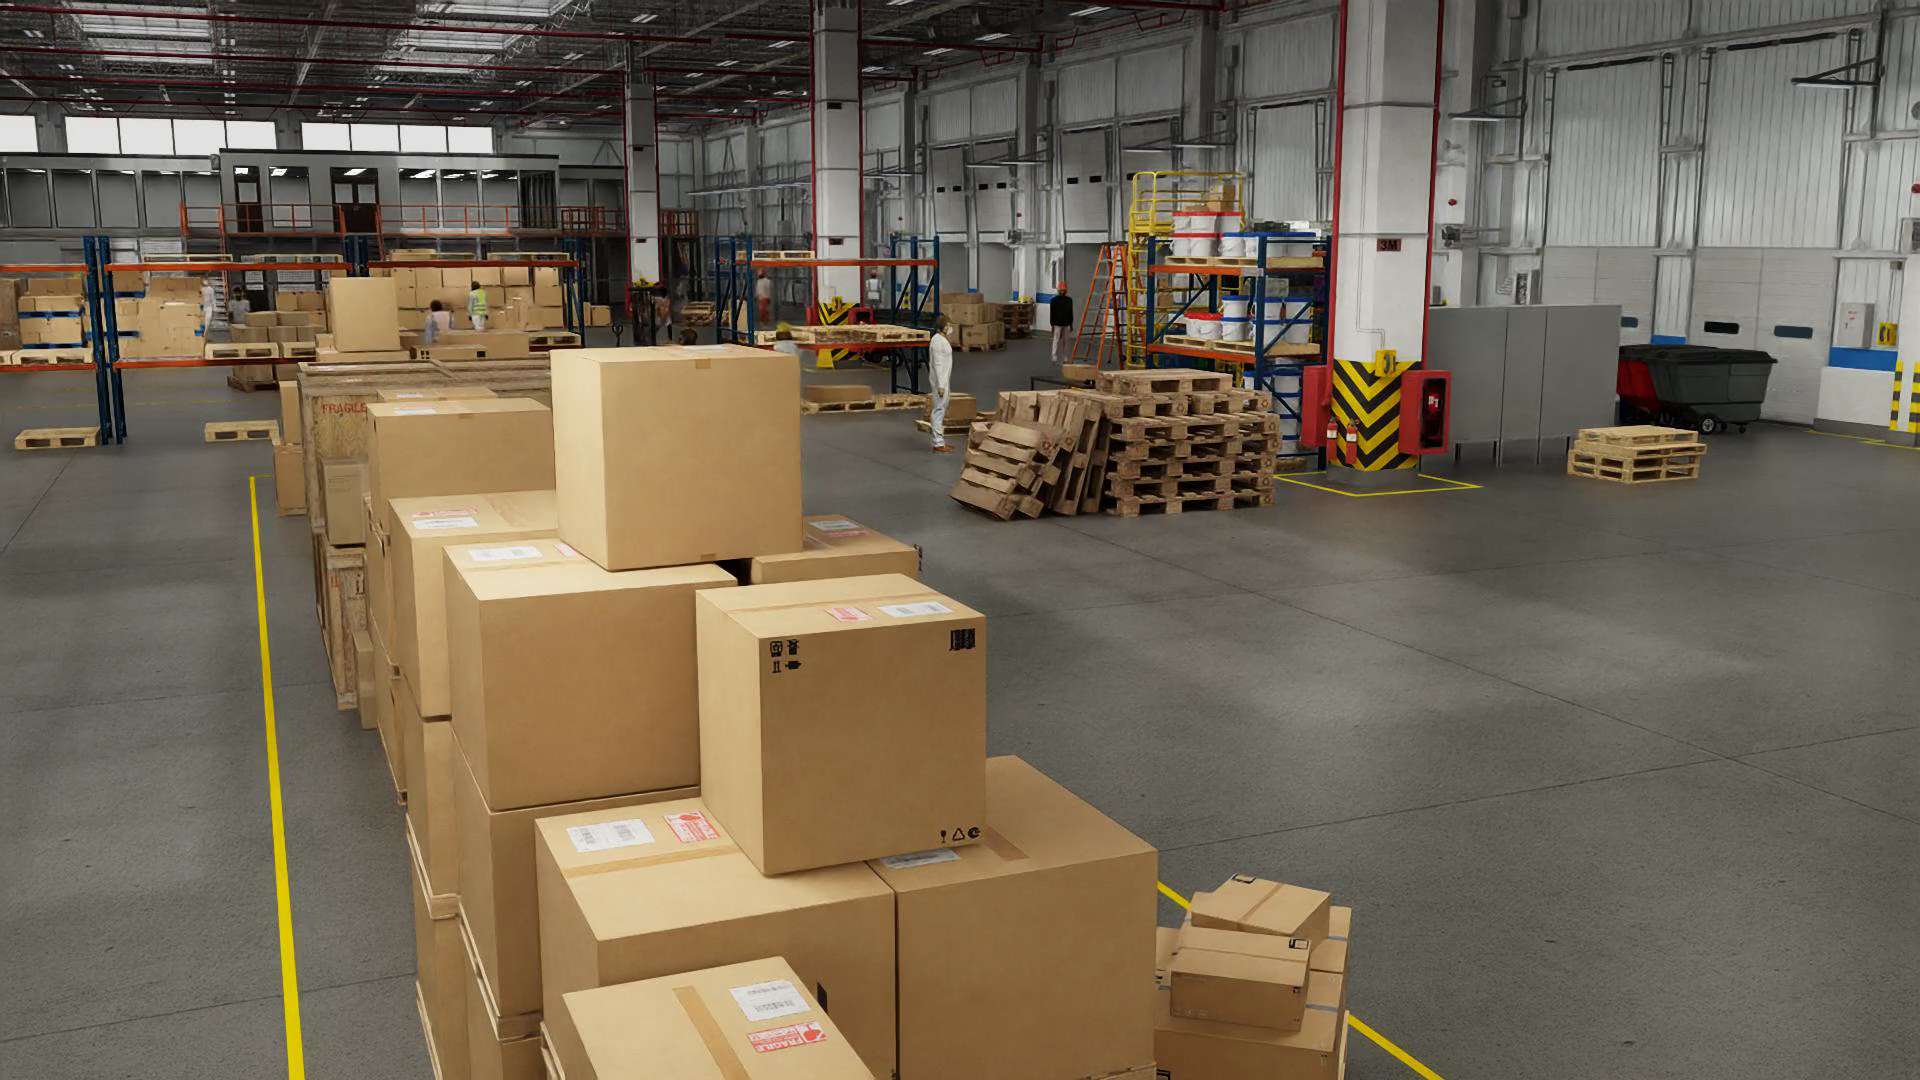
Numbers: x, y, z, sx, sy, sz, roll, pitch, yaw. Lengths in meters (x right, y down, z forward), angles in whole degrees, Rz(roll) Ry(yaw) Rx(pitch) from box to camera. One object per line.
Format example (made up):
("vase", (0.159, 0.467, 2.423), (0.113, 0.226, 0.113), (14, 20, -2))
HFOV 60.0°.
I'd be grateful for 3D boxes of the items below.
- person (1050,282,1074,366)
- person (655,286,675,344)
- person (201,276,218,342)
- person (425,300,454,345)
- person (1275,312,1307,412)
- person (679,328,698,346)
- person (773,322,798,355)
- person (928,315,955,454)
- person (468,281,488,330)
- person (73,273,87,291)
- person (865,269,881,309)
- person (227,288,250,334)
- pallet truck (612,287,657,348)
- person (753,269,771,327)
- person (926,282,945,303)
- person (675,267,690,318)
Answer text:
("person", (2.410, -5.105, 39.308), (0.607, 1.987, 0.407), (-5, 12, -27))
("person", (-8.392, -6.303, 46.778), (0.854, 1.663, 0.523), (8, 13, 39))
("person", (-21.732, -6.655, 48.029), (0.824, 1.908, 0.659), (7, 12, 33))
("person", (-10.284, -3.842, 32.890), (0.639, 1.795, 0.985), (-10, 14, -43))
("person", (5.439, -2.889, 27.370), (0.645, 1.880, 0.368), (-4, 11, -22))
("person", (-3.478, -1.810, 21.515), (0.346, 1.846, 0.506), (2, 10, 8))
("person", (-2.702, -2.458, 25.405), (0.630, 1.718, 0.510), (10, 14, 44))
("person", (-0.254, -2.187, 23.339), (0.372, 1.940, 0.631), (1, 10, 3))
("person", (-13.355, -6.246, 46.026), (0.473, 1.829, 0.651), (6, 12, 31))
("person", (-27.596, -7.382, 52.037), (0.674, 1.911, 0.590), (5, 11, 25))
("person", (-3.026, -8.452, 57.931), (0.563, 1.920, 0.464), (-2, 10, -11))
("person", (-17.394, -5.177, 40.167), (0.544, 1.822, 0.994), (-2, 11, -12))
("pallet truck", (-6.464, -4.406, 35.401), (0.823, 1.965, 1.885), (6, 12, 32))
("person", (-6.778, -8.244, 56.622), (0.680, 1.963, 0.623), (-8, 13, -36))
("person", (-0.737, -6.886, 49.262), (0.586, 1.928, 0.369), (-2, 10, -10))
("person", (-10.226, -9.121, 61.561), (0.525, 1.931, 0.631), (0, 10, 2))
